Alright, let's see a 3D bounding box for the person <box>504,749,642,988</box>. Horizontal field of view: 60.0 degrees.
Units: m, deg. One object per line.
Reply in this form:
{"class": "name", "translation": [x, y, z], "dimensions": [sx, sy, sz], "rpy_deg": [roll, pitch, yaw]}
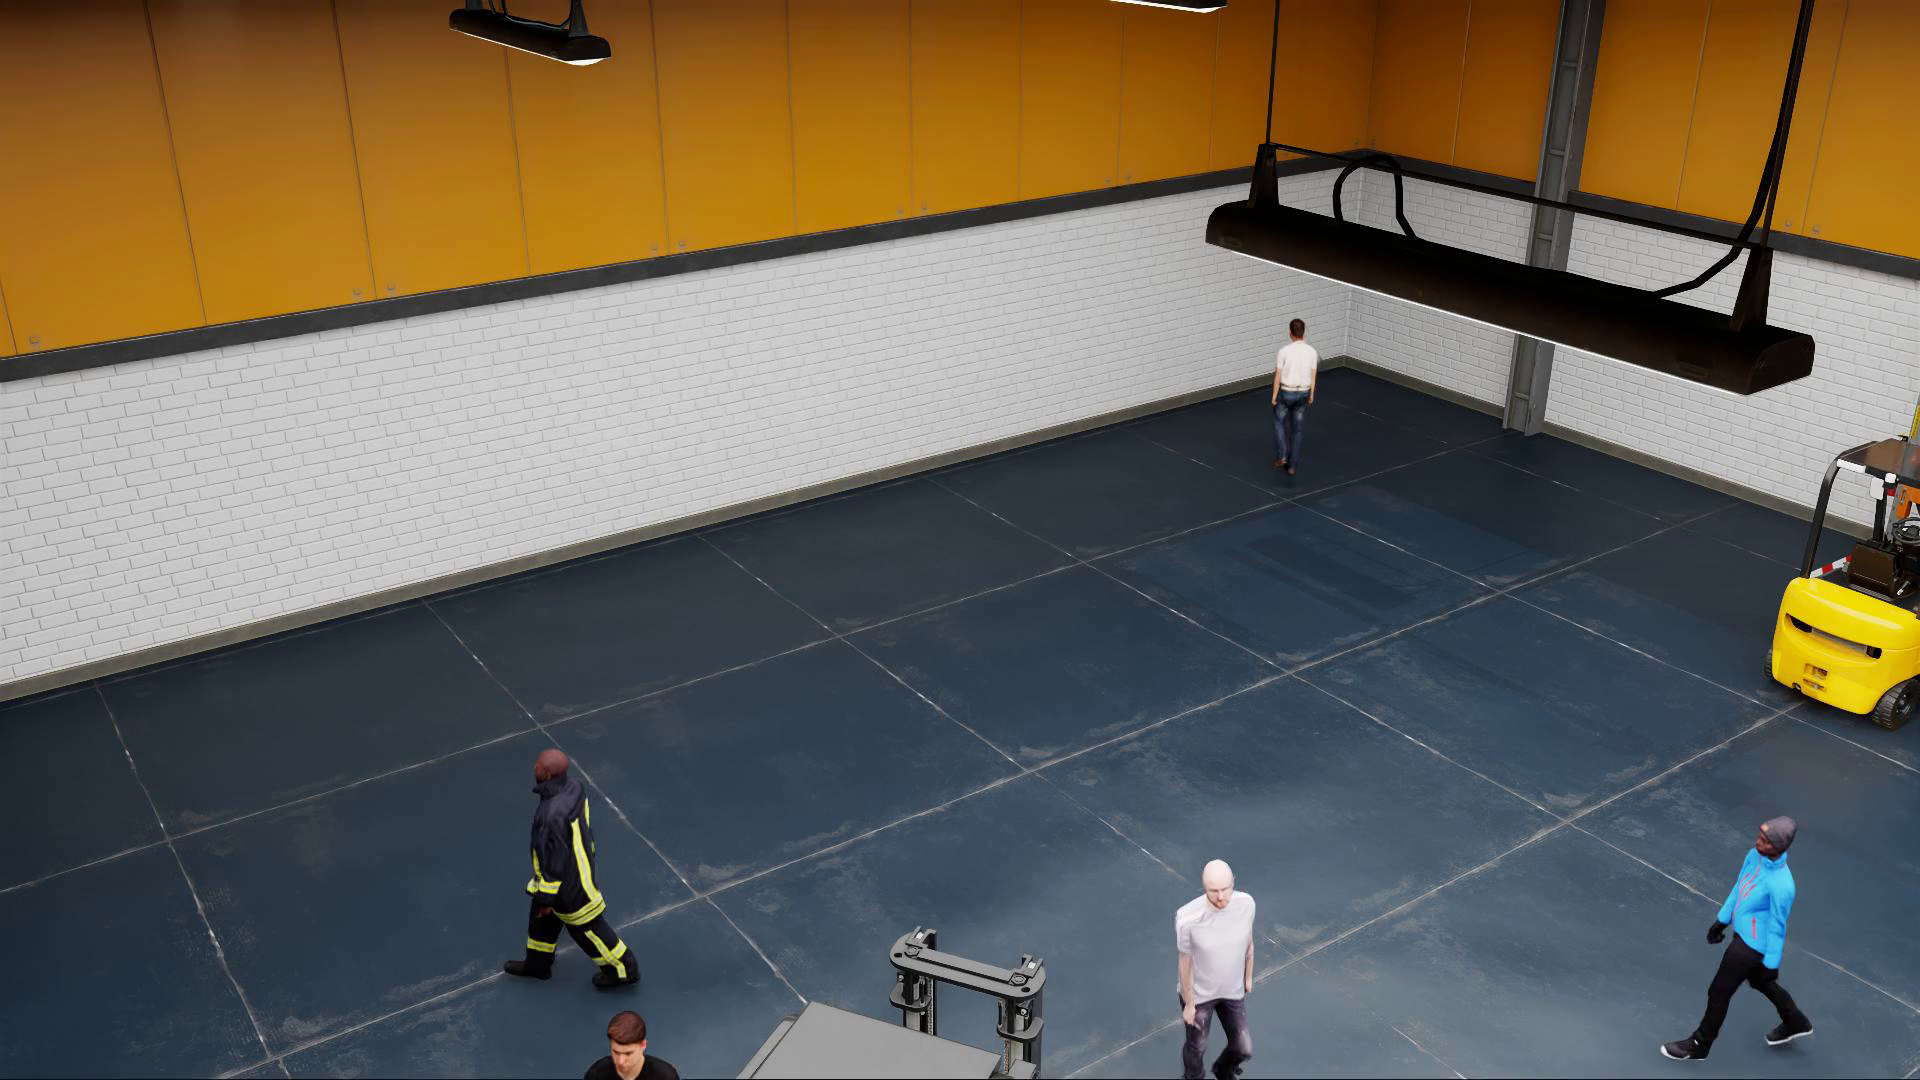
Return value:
{"class": "person", "translation": [-2.479, 2.175, 10.813], "dimensions": [1.225, 1.783, 1.247], "rpy_deg": [1, 24, 1]}

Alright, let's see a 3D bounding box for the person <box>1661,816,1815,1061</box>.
{"class": "person", "translation": [4.953, 2.459, 10.194], "dimensions": [1.171, 1.760, 1.183], "rpy_deg": [2, 24, 5]}

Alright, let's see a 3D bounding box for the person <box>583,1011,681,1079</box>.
{"class": "person", "translation": [-1.623, 3.139, 8.578], "dimensions": [1.187, 1.809, 1.268], "rpy_deg": [3, 24, 7]}

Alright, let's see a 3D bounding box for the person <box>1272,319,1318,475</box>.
{"class": "person", "translation": [3.930, -1.644, 19.487], "dimensions": [0.817, 1.835, 0.846], "rpy_deg": [-1, 24, -2]}

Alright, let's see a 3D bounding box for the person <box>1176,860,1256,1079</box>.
{"class": "person", "translation": [1.444, 2.598, 9.810], "dimensions": [0.773, 1.813, 0.777], "rpy_deg": [-7, 25, -16]}
